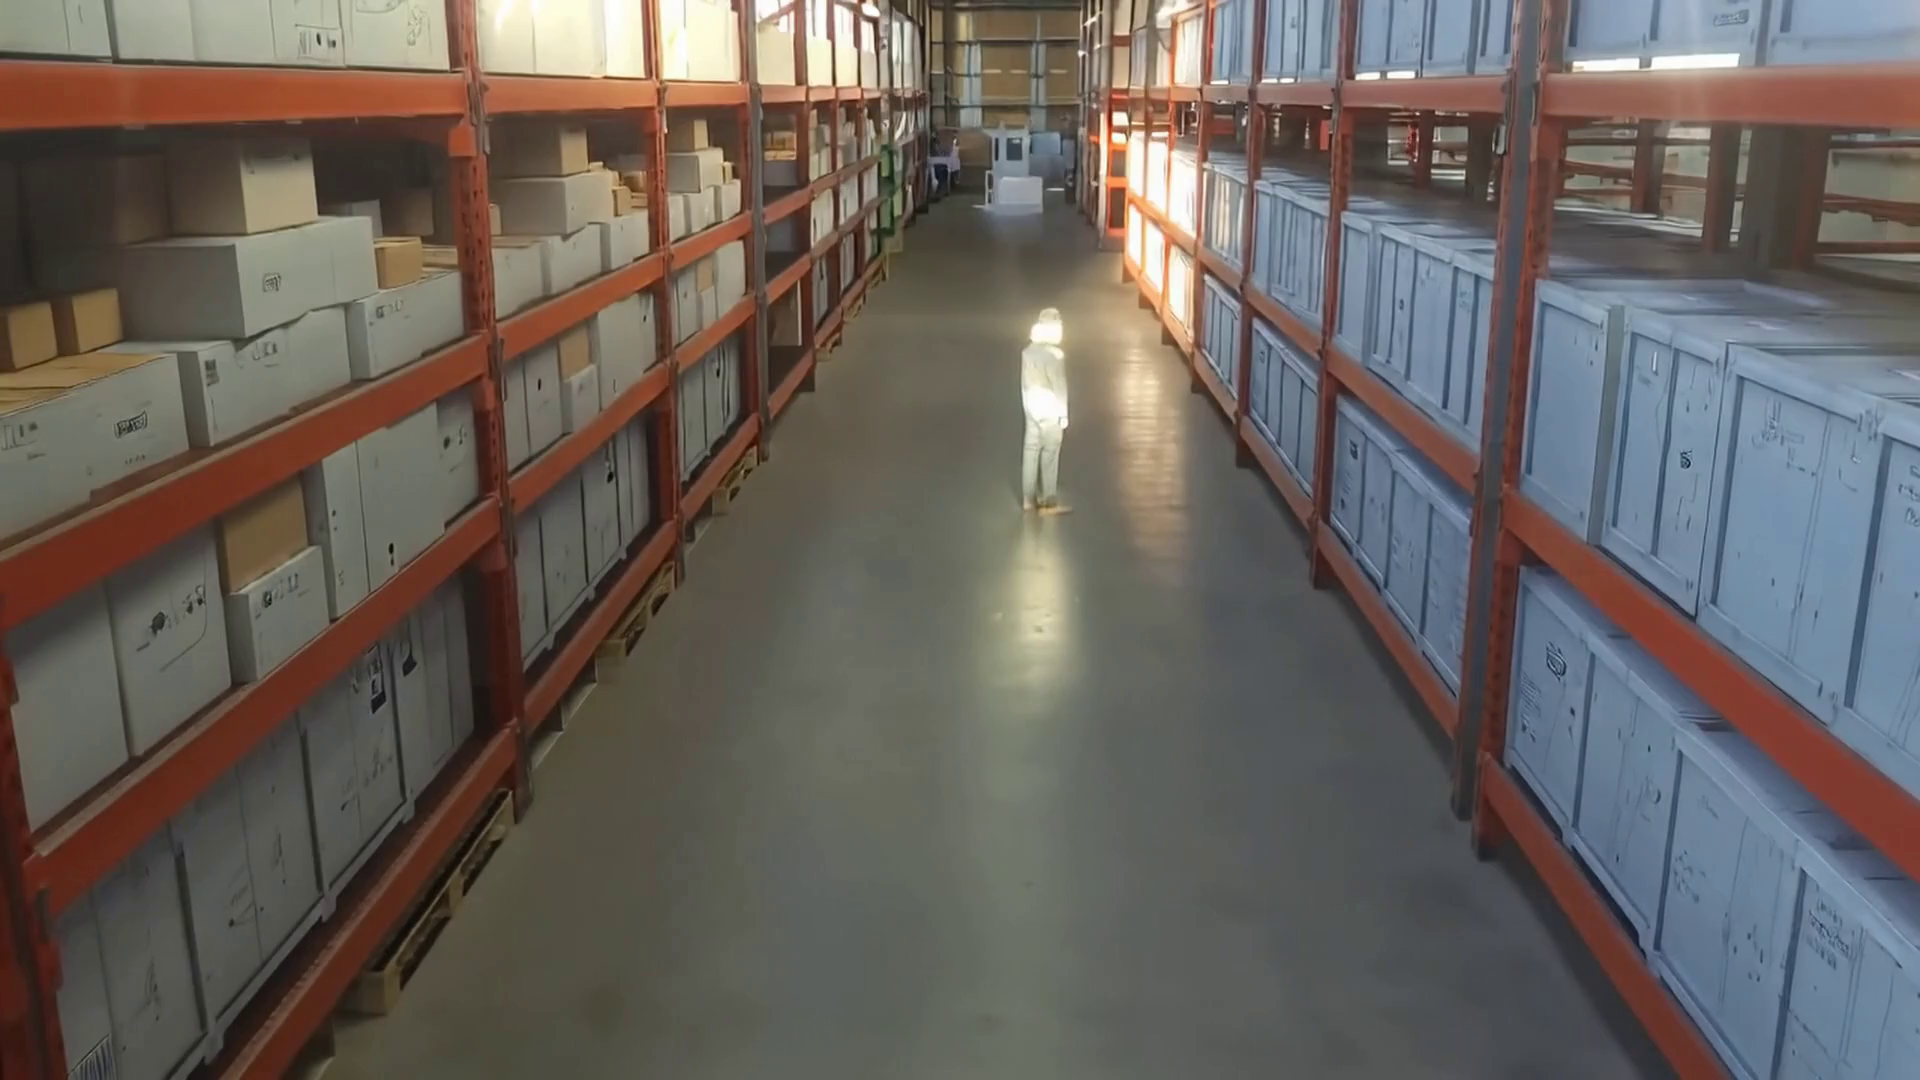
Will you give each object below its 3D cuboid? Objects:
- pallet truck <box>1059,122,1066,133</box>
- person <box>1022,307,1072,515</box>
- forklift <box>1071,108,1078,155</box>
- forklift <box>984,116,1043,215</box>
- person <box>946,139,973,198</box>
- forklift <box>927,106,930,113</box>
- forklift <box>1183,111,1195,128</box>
[{"bbox_3d":[5.788,-21.111,88.014,1.885,1.965,0.823,5,16,18],"label":"pallet truck"},{"bbox_3d":[0.729,-1.082,13.983,0.305,1.739,0.484,-13,20,-40],"label":"person"},{"bbox_3d":[5.585,-18.477,76.538,1.129,2.768,1.873,-7,17,-24],"label":"forklift"},{"bbox_3d":[1.596,-10.978,48.635,1.129,2.768,1.873,-6,16,-23],"label":"forklift"},{"bbox_3d":[-0.030,-12.548,56.228,0.999,1.948,0.656,-2,15,-7],"label":"person"},{"bbox_3d":[-1.998,-20.666,84.684,1.129,2.768,1.873,0,15,2],"label":"forklift"},{"bbox_3d":[8.155,-14.261,60.852,1.129,2.768,1.873,0,15,1],"label":"forklift"}]
